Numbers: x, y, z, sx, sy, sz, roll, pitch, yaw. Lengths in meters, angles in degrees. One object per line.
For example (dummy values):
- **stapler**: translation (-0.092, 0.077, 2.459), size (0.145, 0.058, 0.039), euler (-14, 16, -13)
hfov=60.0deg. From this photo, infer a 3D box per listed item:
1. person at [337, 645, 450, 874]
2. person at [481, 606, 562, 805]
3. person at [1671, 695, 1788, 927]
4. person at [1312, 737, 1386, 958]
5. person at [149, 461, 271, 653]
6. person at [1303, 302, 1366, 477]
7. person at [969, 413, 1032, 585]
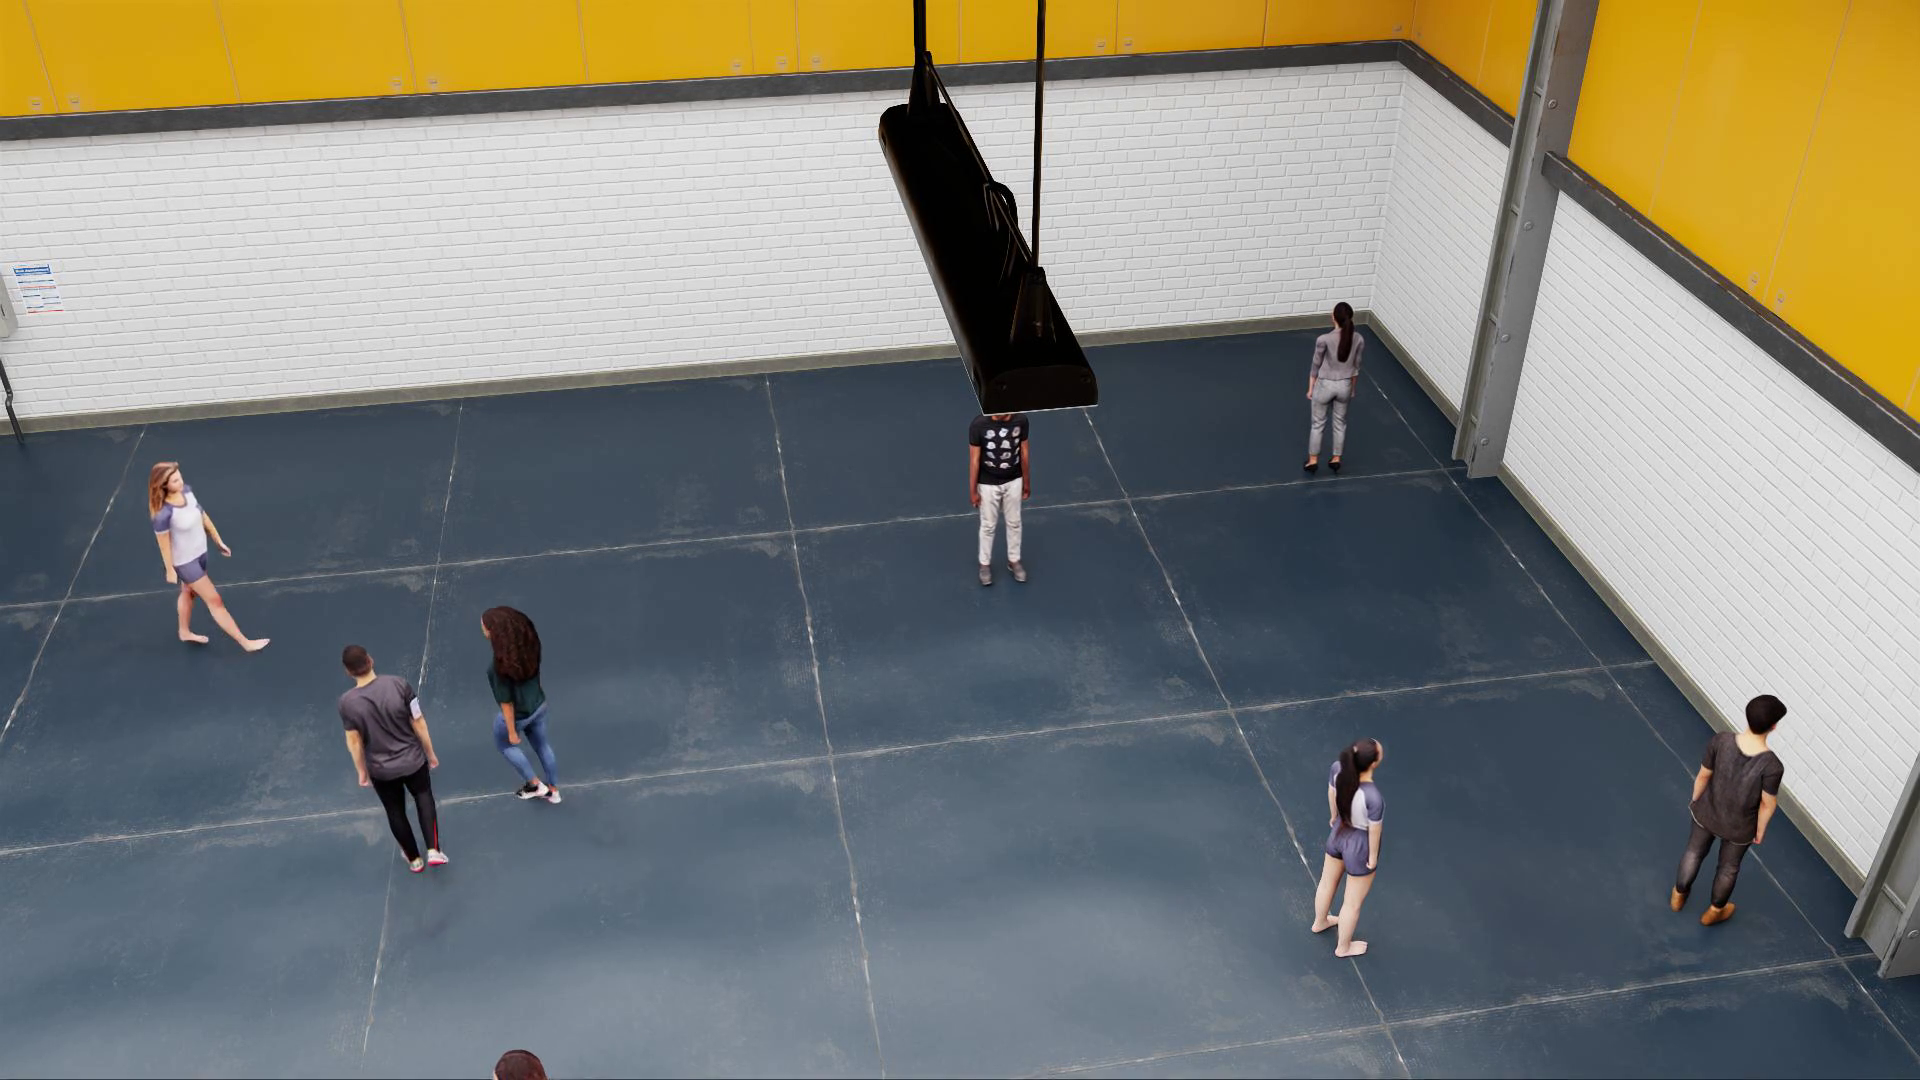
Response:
- **person**: translation (-3.573, 1.461, 10.561), size (0.769, 1.738, 0.852), euler (-12, 35, -18)
- **person**: translation (-2.876, 1.165, 11.130), size (0.794, 1.603, 0.721), euler (13, 36, 19)
- **person**: translation (4.748, 1.668, 10.274), size (0.669, 1.712, 0.767), euler (29, 43, 36)
- **person**: translation (2.367, 1.844, 10.068), size (0.718, 1.648, 0.578), euler (-17, 37, -24)
- **person**: translation (-5.922, 0.138, 12.600), size (0.848, 1.686, 1.043), euler (3, 34, 5)
- **person**: translation (3.320, -1.336, 14.826), size (0.602, 1.676, 0.561), euler (-5, 34, -8)
- **person**: translation (0.320, -0.477, 13.420), size (0.666, 1.801, 0.616), euler (-8, 34, -11)
